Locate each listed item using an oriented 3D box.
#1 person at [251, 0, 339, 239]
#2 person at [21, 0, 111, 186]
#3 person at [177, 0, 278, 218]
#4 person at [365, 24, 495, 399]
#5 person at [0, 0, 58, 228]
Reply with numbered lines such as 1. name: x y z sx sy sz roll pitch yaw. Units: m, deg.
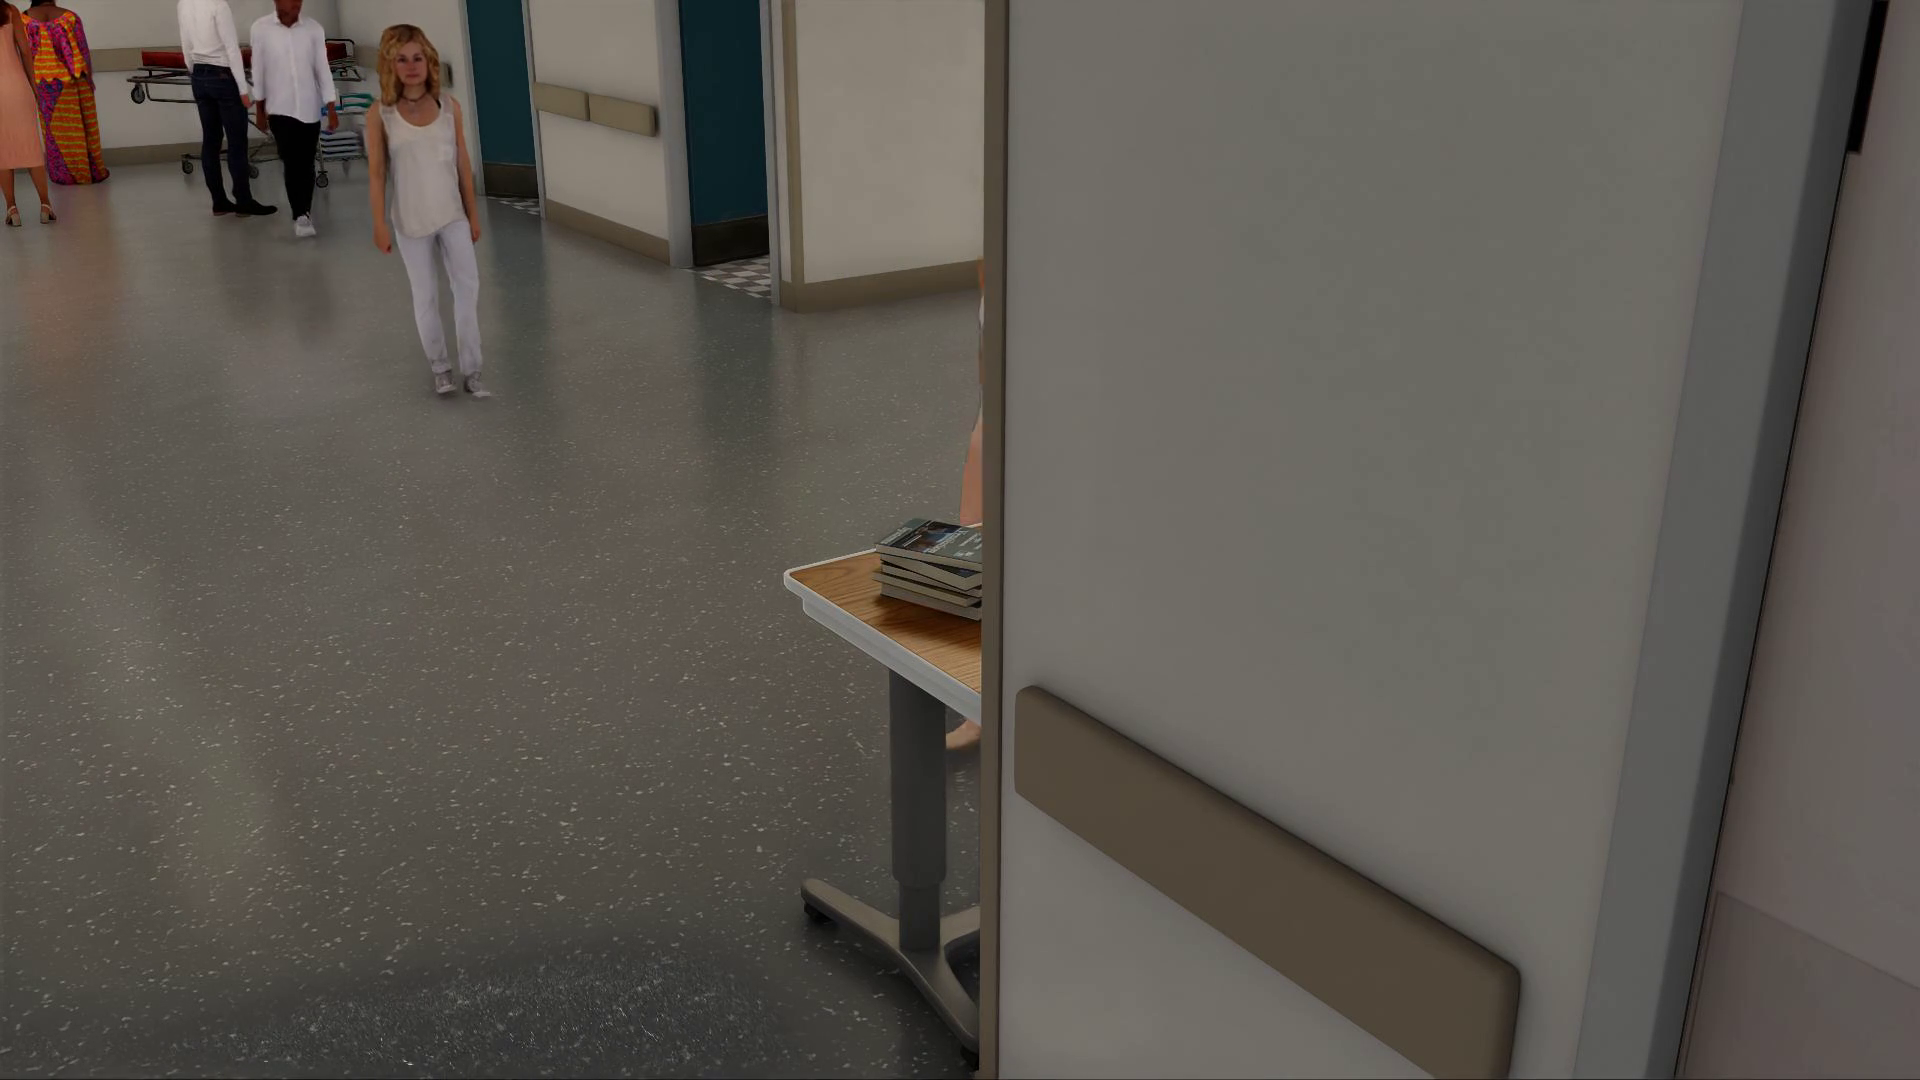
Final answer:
1. person: -4.534 -2.927 11.230 0.665 1.769 0.870 -9 23 -23
2. person: -7.374 -3.795 13.623 0.721 1.681 0.742 -7 22 -18
3. person: -5.360 -3.287 11.985 0.675 1.869 0.775 9 22 22
4. person: -2.425 -1.481 7.571 0.707 1.657 0.810 -10 23 -24
5. person: -6.744 -3.152 11.735 0.598 1.831 0.527 -12 24 -28
